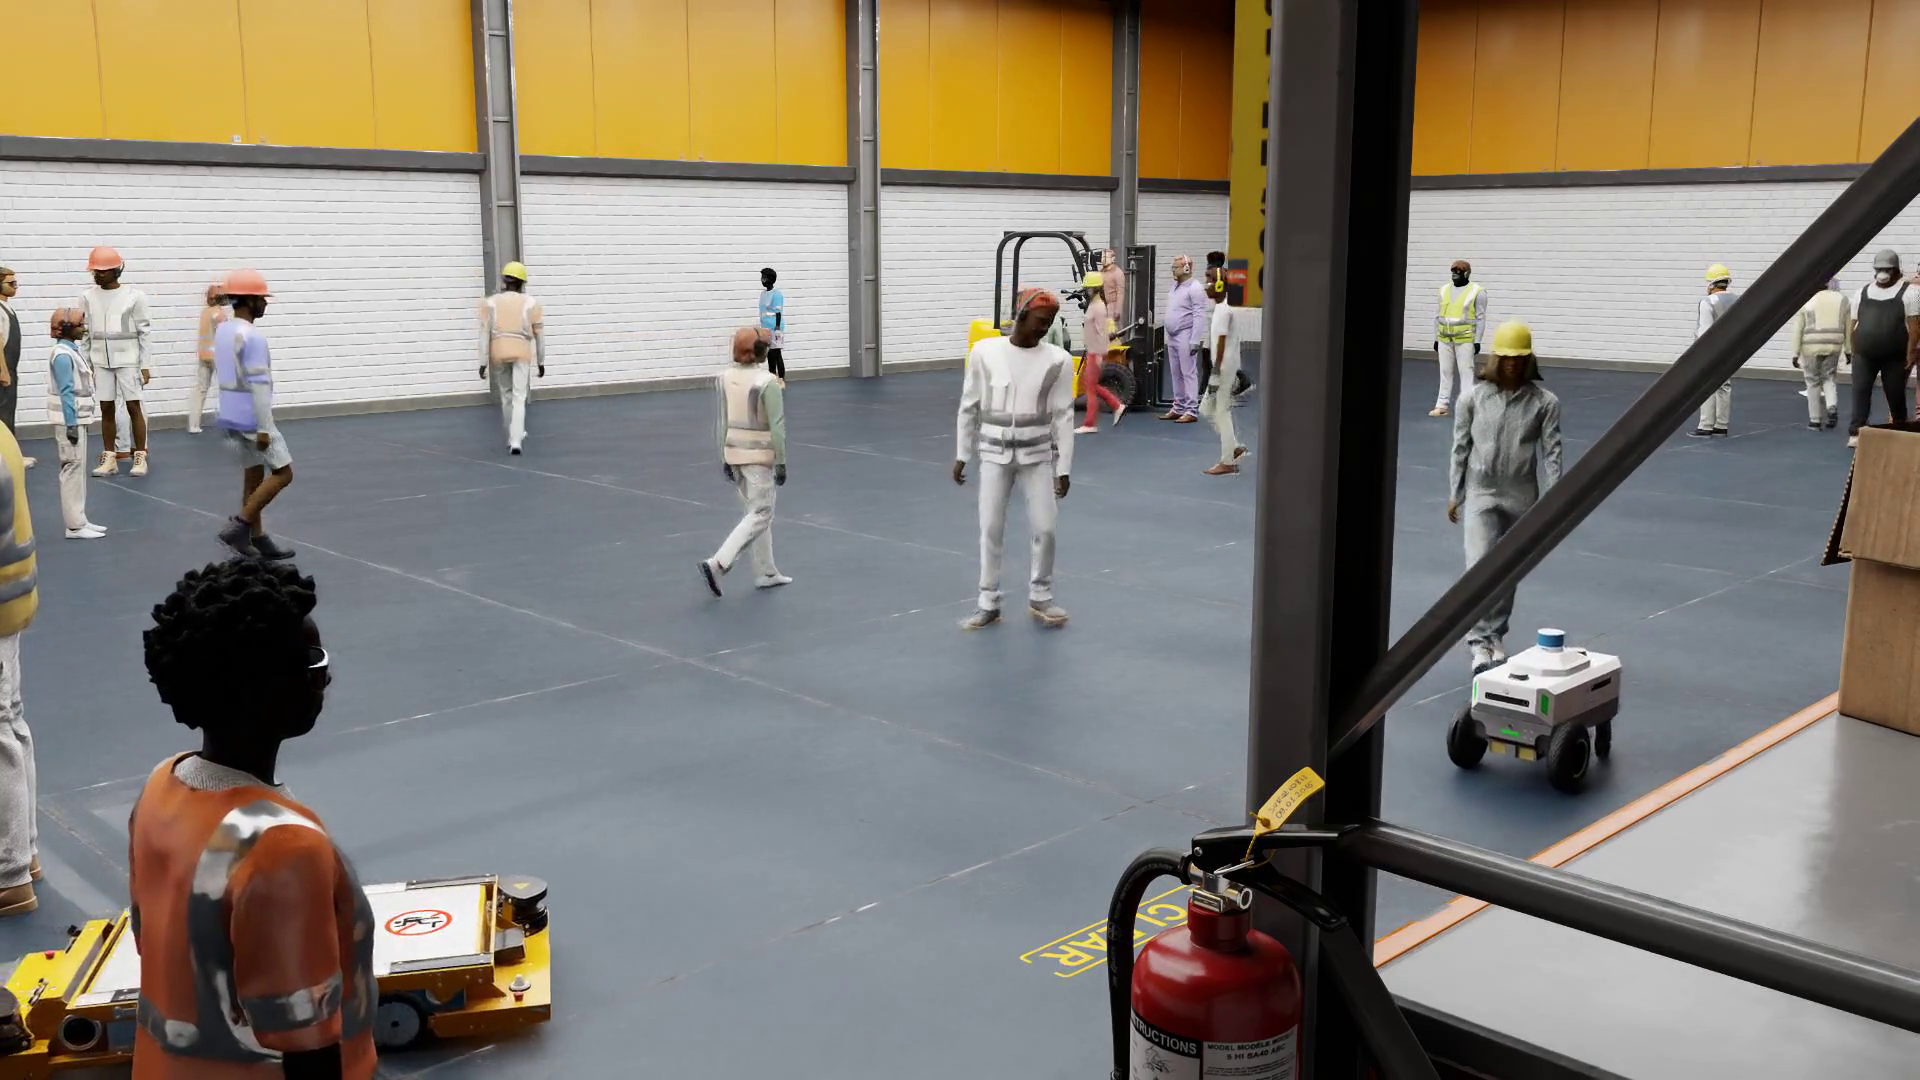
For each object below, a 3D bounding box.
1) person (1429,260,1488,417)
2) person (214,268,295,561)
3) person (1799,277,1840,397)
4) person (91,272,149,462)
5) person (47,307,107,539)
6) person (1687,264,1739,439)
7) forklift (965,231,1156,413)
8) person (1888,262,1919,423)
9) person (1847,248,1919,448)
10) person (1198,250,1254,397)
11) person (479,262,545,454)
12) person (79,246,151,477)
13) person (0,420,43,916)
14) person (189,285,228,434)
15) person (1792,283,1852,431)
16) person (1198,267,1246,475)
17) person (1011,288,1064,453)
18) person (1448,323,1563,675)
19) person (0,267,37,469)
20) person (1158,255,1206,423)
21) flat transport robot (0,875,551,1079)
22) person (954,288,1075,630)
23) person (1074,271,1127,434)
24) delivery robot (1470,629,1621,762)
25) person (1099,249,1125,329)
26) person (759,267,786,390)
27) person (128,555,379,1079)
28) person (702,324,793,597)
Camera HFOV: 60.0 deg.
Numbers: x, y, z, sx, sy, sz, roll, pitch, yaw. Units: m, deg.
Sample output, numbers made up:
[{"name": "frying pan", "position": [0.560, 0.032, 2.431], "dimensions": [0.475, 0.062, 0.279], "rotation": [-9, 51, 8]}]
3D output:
[{"name": "person", "position": [5.814, -2.341, 19.450], "dimensions": [0.430, 1.845, 0.620], "rotation": [-10, 14, -43]}, {"name": "person", "position": [-4.598, -0.787, 10.749], "dimensions": [0.548, 1.921, 0.452], "rotation": [8, 13, 39]}, {"name": "person", "position": [11.402, -2.854, 22.009], "dimensions": [0.356, 1.930, 0.592], "rotation": [4, 11, 19]}, {"name": "person", "position": [-7.977, -1.705, 15.722], "dimensions": [0.355, 1.937, 0.634], "rotation": [2, 11, 12]}, {"name": "person", "position": [-6.258, -0.821, 11.741], "dimensions": [0.312, 1.631, 0.508], "rotation": [-4, 11, -22]}, {"name": "person", "position": [7.946, -1.984, 17.532], "dimensions": [0.598, 1.830, 0.403], "rotation": [-6, 12, -28]}, {"name": "forklift", "position": [1.222, -2.721, 20.561], "dimensions": [2.313, 2.155, 1.214], "rotation": [2, 11, 13]}, {"name": "person", "position": [10.788, -2.230, 18.689], "dimensions": [0.639, 1.903, 0.409], "rotation": [2, 11, 10]}, {"name": "person", "position": [9.368, -1.966, 16.865], "dimensions": [0.686, 2.000, 0.908], "rotation": [9, 14, 41]}, {"name": "person", "position": [3.488, -2.840, 21.945], "dimensions": [0.843, 1.943, 0.619], "rotation": [-1, 10, -3]}, {"name": "person", "position": [-4.423, -1.792, 16.411], "dimensions": [0.629, 1.869, 1.018], "rotation": [-1, 10, -4]}, {"name": "person", "position": [-7.468, -1.565, 14.698], "dimensions": [0.605, 2.035, 0.392], "rotation": [-1, 10, -3]}, {"name": "person", "position": [-3.126, 0.270, 5.217], "dimensions": [0.429, 1.842, 0.633], "rotation": [-4, 11, -23]}, {"name": "person", "position": [-8.069, -1.936, 17.912], "dimensions": [0.532, 1.604, 0.588], "rotation": [9, 14, 40]}, {"name": "person", "position": [9.382, -2.070, 18.107], "dimensions": [0.635, 1.788, 0.472], "rotation": [2, 11, 8]}, {"name": "person", "position": [2.309, -1.487, 14.783], "dimensions": [0.391, 1.856, 0.533], "rotation": [1, 10, 4]}, {"name": "person", "position": [0.747, -1.640, 16.218], "dimensions": [0.545, 1.624, 0.344], "rotation": [-1, 10, -4]}, {"name": "person", "position": [2.646, -0.187, 8.056], "dimensions": [0.512, 1.698, 0.865], "rotation": [2, 11, 11]}, {"name": "person", "position": [-8.747, -1.574, 15.261], "dimensions": [0.344, 1.845, 0.506], "rotation": [-4, 11, -22]}, {"name": "person", "position": [2.527, -2.292, 19.011], "dimensions": [0.406, 1.906, 0.654], "rotation": [-4, 11, -21]}, {"name": "flat transport robot", "position": [-1.862, 1.176, 4.558], "dimensions": [1.431, 0.197, 0.652], "rotation": [-3, 11, -14]}, {"name": "person", "position": [0.303, -0.431, 9.029], "dimensions": [0.647, 1.861, 0.397], "rotation": [1, 10, 7]}, {"name": "person", "position": [1.491, -2.013, 17.892], "dimensions": [0.558, 1.752, 0.538], "rotation": [-1, 10, -3]}, {"name": "delivery robot", "position": [2.356, 0.600, 6.670], "dimensions": [0.477, 0.478, 0.707], "rotation": [10, 14, 44]}, {"name": "person", "position": [2.322, -3.652, 26.413], "dimensions": [0.409, 1.909, 0.652], "rotation": [-6, 12, -32]}, {"name": "person", "position": [-2.602, -2.905, 22.941], "dimensions": [0.319, 1.691, 0.535], "rotation": [-7, 12, -33]}, {"name": "person", "position": [-0.995, 0.862, 2.381], "dimensions": [0.322, 1.697, 0.536], "rotation": [-9, 14, -42]}, {"name": "person", "position": [-1.266, -0.464, 9.840], "dimensions": [0.524, 1.615, 0.701], "rotation": [10, 14, 43]}]
